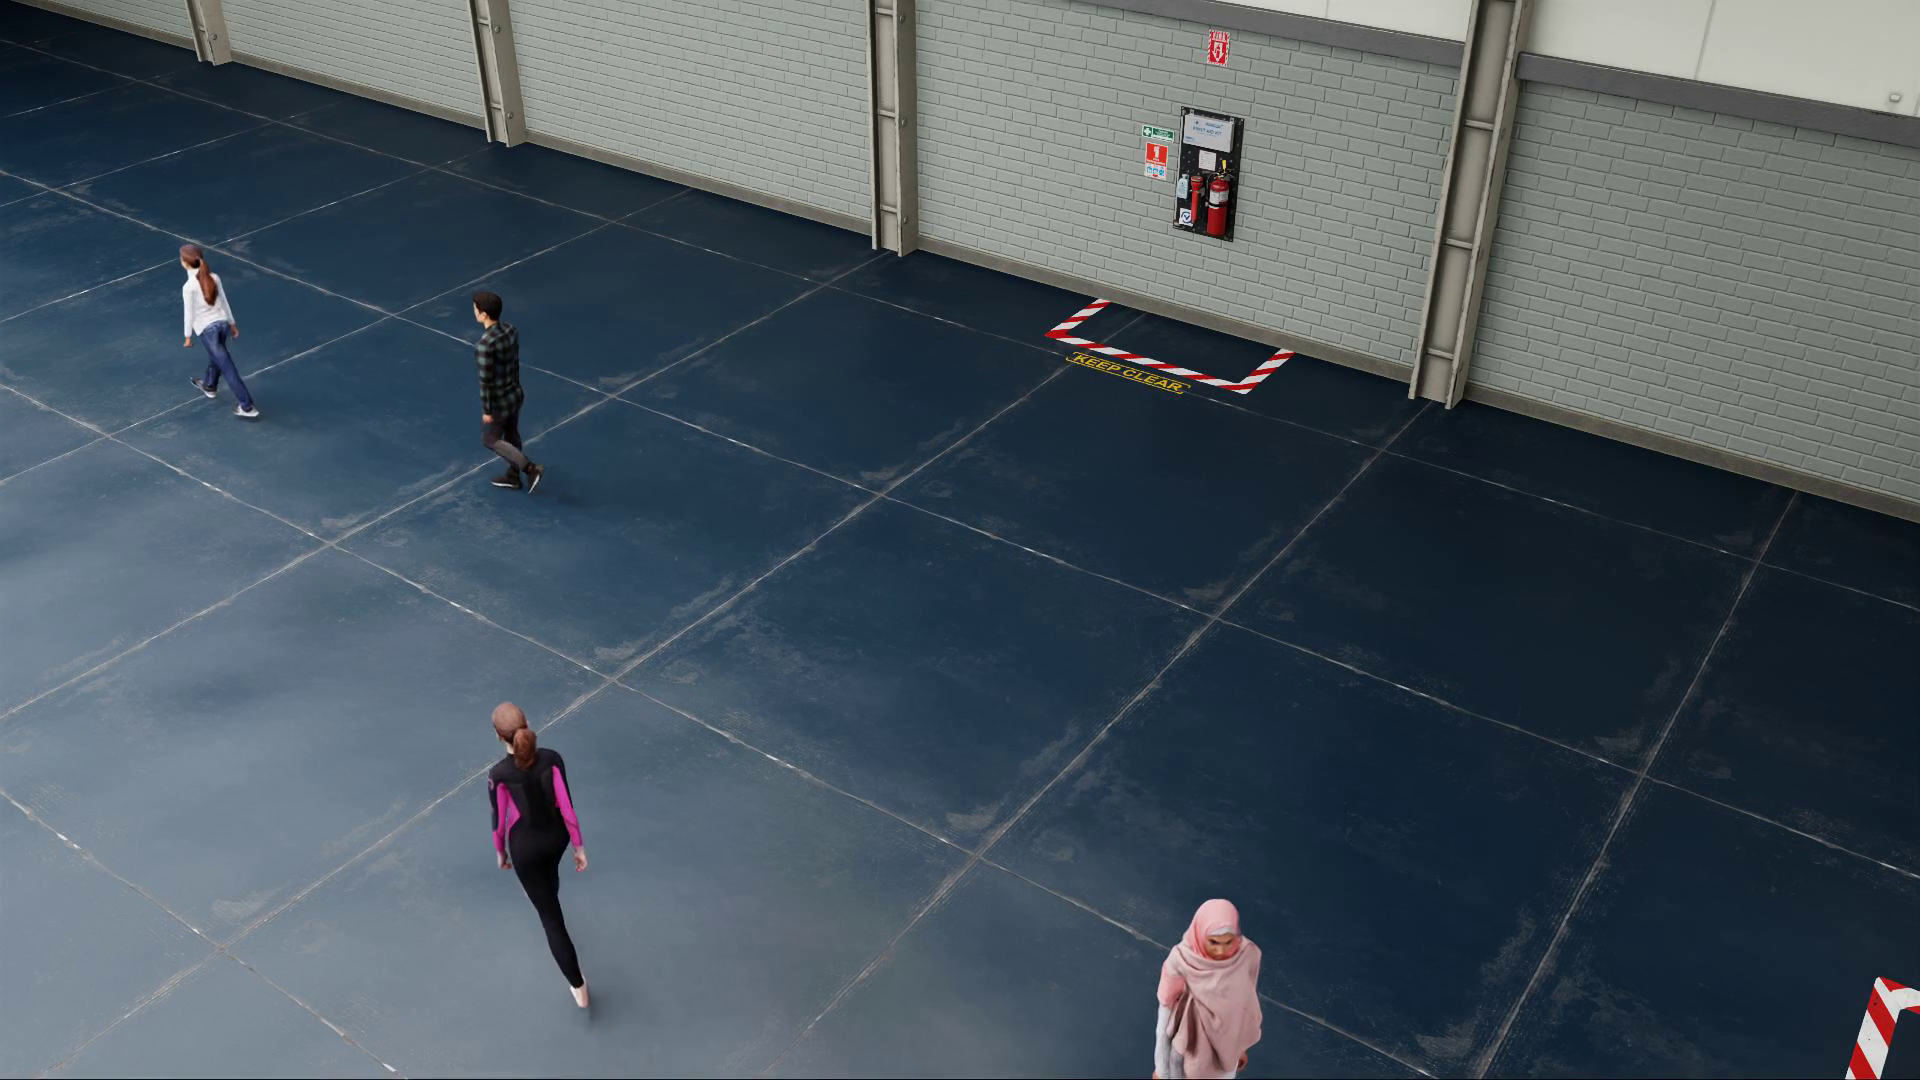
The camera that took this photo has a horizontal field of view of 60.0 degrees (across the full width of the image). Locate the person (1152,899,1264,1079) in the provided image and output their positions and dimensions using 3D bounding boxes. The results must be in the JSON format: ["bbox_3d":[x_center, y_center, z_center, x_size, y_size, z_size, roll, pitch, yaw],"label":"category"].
[{"bbox_3d":[1.075,2.291,7.435,0.737,1.803,0.768,-11,34,-17],"label":"person"}]

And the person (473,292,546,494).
[{"bbox_3d":[-3.522,-1.111,12.943,0.892,1.705,0.830,9,33,13],"label":"person"}]

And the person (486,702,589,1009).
[{"bbox_3d":[-2.131,1.657,8.556,0.895,1.680,1.242,-18,37,-27],"label":"person"}]

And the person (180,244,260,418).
[{"bbox_3d":[-6.263,-1.733,14.083,1.071,1.517,0.655,14,35,22],"label":"person"}]
